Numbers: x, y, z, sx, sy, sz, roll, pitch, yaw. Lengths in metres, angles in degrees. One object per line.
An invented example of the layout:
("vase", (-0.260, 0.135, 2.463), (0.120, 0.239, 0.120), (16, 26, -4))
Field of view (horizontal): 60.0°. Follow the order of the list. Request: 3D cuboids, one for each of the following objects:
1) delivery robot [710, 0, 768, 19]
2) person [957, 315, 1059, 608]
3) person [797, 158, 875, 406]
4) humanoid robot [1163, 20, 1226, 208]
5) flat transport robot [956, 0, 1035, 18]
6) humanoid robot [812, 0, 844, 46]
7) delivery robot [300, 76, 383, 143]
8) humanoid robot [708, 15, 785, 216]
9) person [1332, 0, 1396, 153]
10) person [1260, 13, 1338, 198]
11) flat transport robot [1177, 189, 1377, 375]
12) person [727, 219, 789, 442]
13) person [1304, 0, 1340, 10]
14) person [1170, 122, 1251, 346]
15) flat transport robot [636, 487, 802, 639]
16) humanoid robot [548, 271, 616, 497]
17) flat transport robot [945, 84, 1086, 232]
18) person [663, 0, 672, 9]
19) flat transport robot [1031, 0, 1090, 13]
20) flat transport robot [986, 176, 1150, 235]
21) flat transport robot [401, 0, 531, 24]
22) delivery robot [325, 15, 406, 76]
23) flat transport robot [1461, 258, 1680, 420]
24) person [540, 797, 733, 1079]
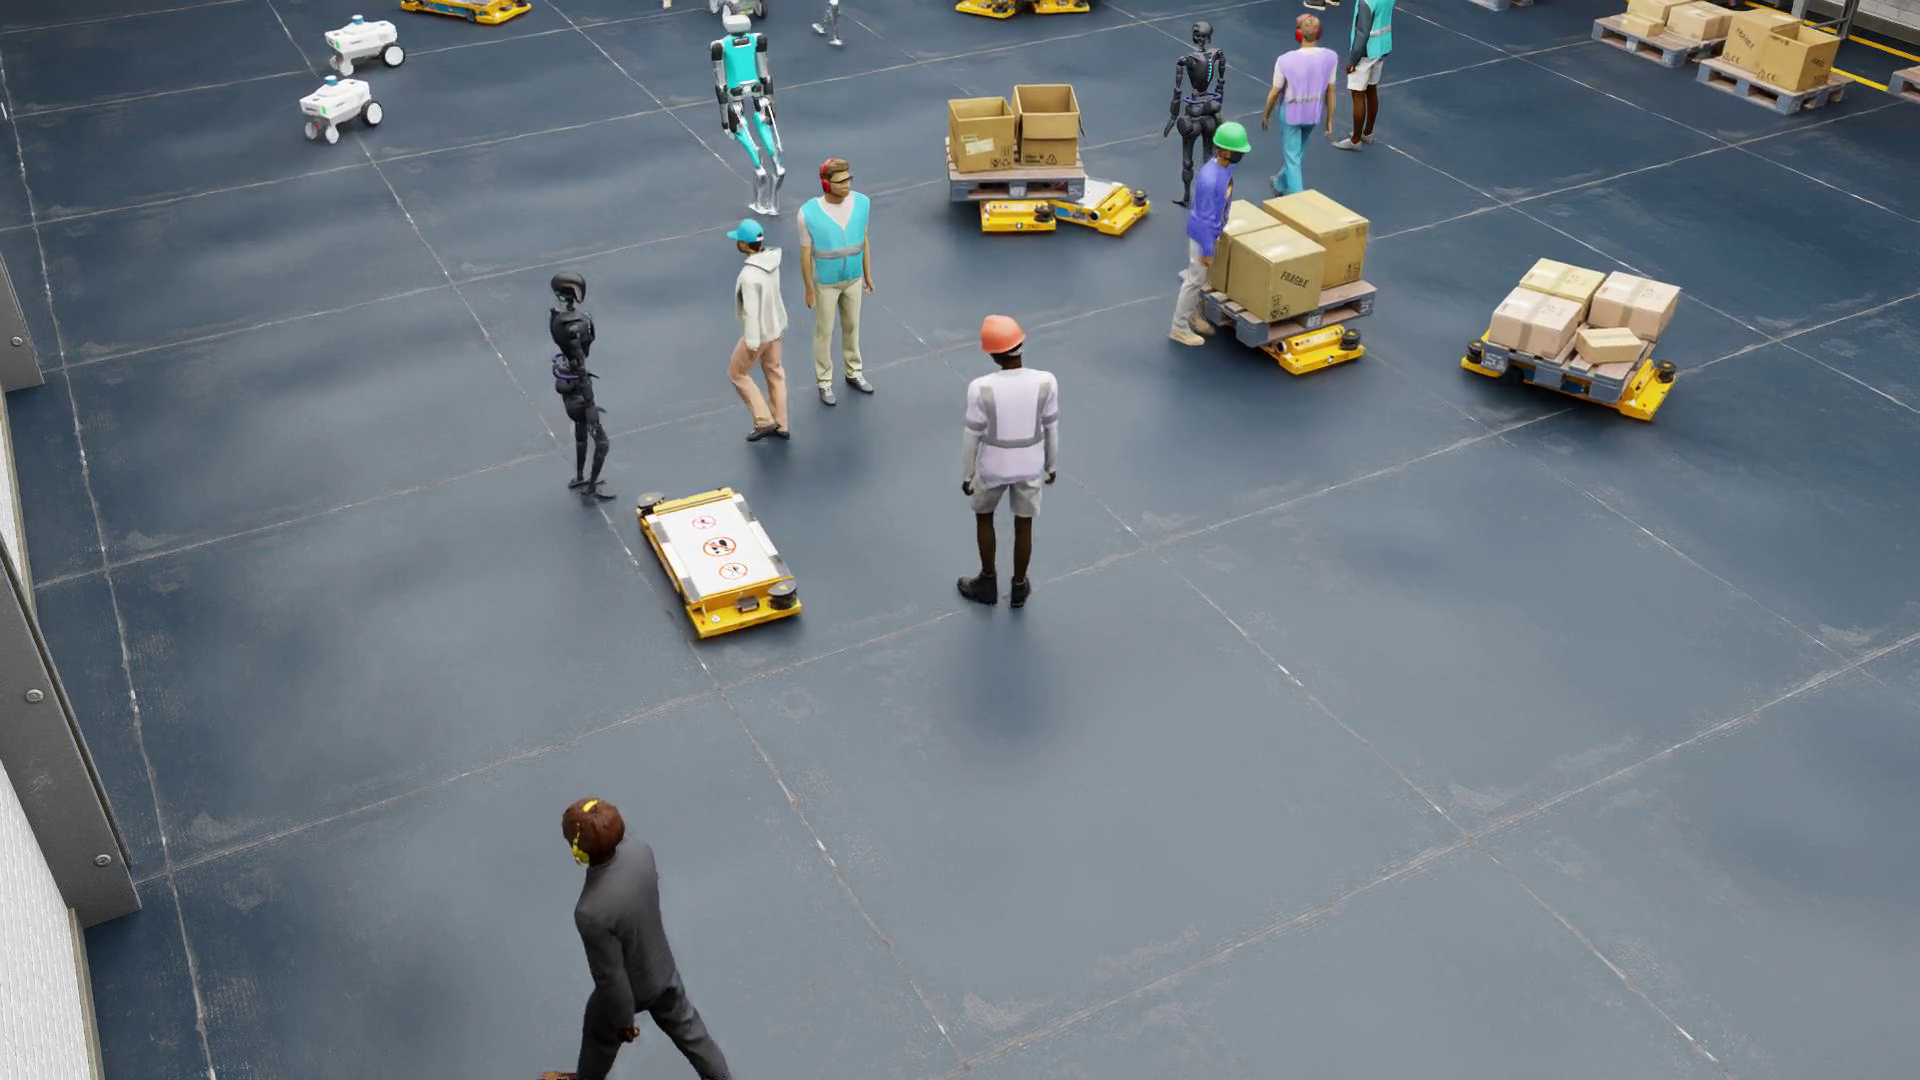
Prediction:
("delivery robot", (-2.659, -6.436, 19.661), (0.499, 0.600, 0.801), (-22, 41, -28))
("person", (0.279, -0.454, 9.941), (0.603, 1.908, 0.417), (-4, 35, -6))
("person", (-0.888, -1.885, 12.029), (0.563, 1.849, 0.389), (-21, 40, -27))
("humanoid robot", (2.130, -3.830, 14.942), (0.599, 1.659, 0.315), (-17, 39, -23))
("flat transport robot", (0.587, -6.653, 20.215), (0.659, 0.231, 1.431), (18, 39, 24))
("humanoid robot", (-1.443, -6.377, 18.574), (0.551, 1.767, 1.013), (-20, 40, -26))
("delivery robot", (-6.231, -4.353, 16.697), (0.499, 0.612, 0.805), (15, 38, 20))
("humanoid robot", (-1.797, -3.653, 14.657), (0.534, 1.775, 0.779), (-18, 39, -24))
("person", (3.921, -4.696, 15.965), (0.430, 1.938, 0.564), (27, 43, 33))
("person", (2.987, -3.763, 14.761), (0.569, 1.790, 0.975), (-10, 36, -14))
("flat transport robot", (2.497, -1.761, 13.230), (0.659, 0.231, 1.431), (-17, 39, -23))
("person", (-1.401, -1.435, 11.561), (0.425, 1.654, 0.474), (13, 37, 18))
("person", (4.392, -7.288, 19.644), (0.612, 1.963, 0.362), (-24, 42, -30))
("person", (1.911, -2.325, 12.667), (0.522, 1.838, 0.501), (18, 39, 24))
("flat transport robot", (-1.557, 0.090, 10.587), (0.659, 0.231, 1.431), (-15, 38, -20))
("humanoid robot", (-2.517, -1.029, 10.958), (0.354, 1.649, 0.608), (-10, 36, -13))
("flat transport robot", (0.498, -3.214, 15.305), (0.659, 0.231, 1.431), (-1, 35, -2))
("person", (-3.604, -7.198, 19.742), (0.552, 1.686, 0.433), (-2, 35, -2))
("flat transport robot", (1.139, -6.749, 20.351), (0.659, 0.231, 1.431), (-4, 35, -6))
("flat transport robot", (0.949, -3.122, 15.173), (1.431, 0.231, 0.659), (18, 39, 24))
("flat transport robot", (-5.921, -6.441, 19.912), (1.431, 0.231, 0.659), (15, 38, 21))
("delivery robot", (-6.522, -5.446, 18.256), (0.792, 0.611, 0.499), (-25, 42, -31))
("flat transport robot", (4.604, -1.312, 12.589), (1.431, 0.231, 0.659), (21, 40, 27))
("person", (-1.341, 1.766, 6.846), (0.994, 1.820, 0.512), (13, 37, 18))
